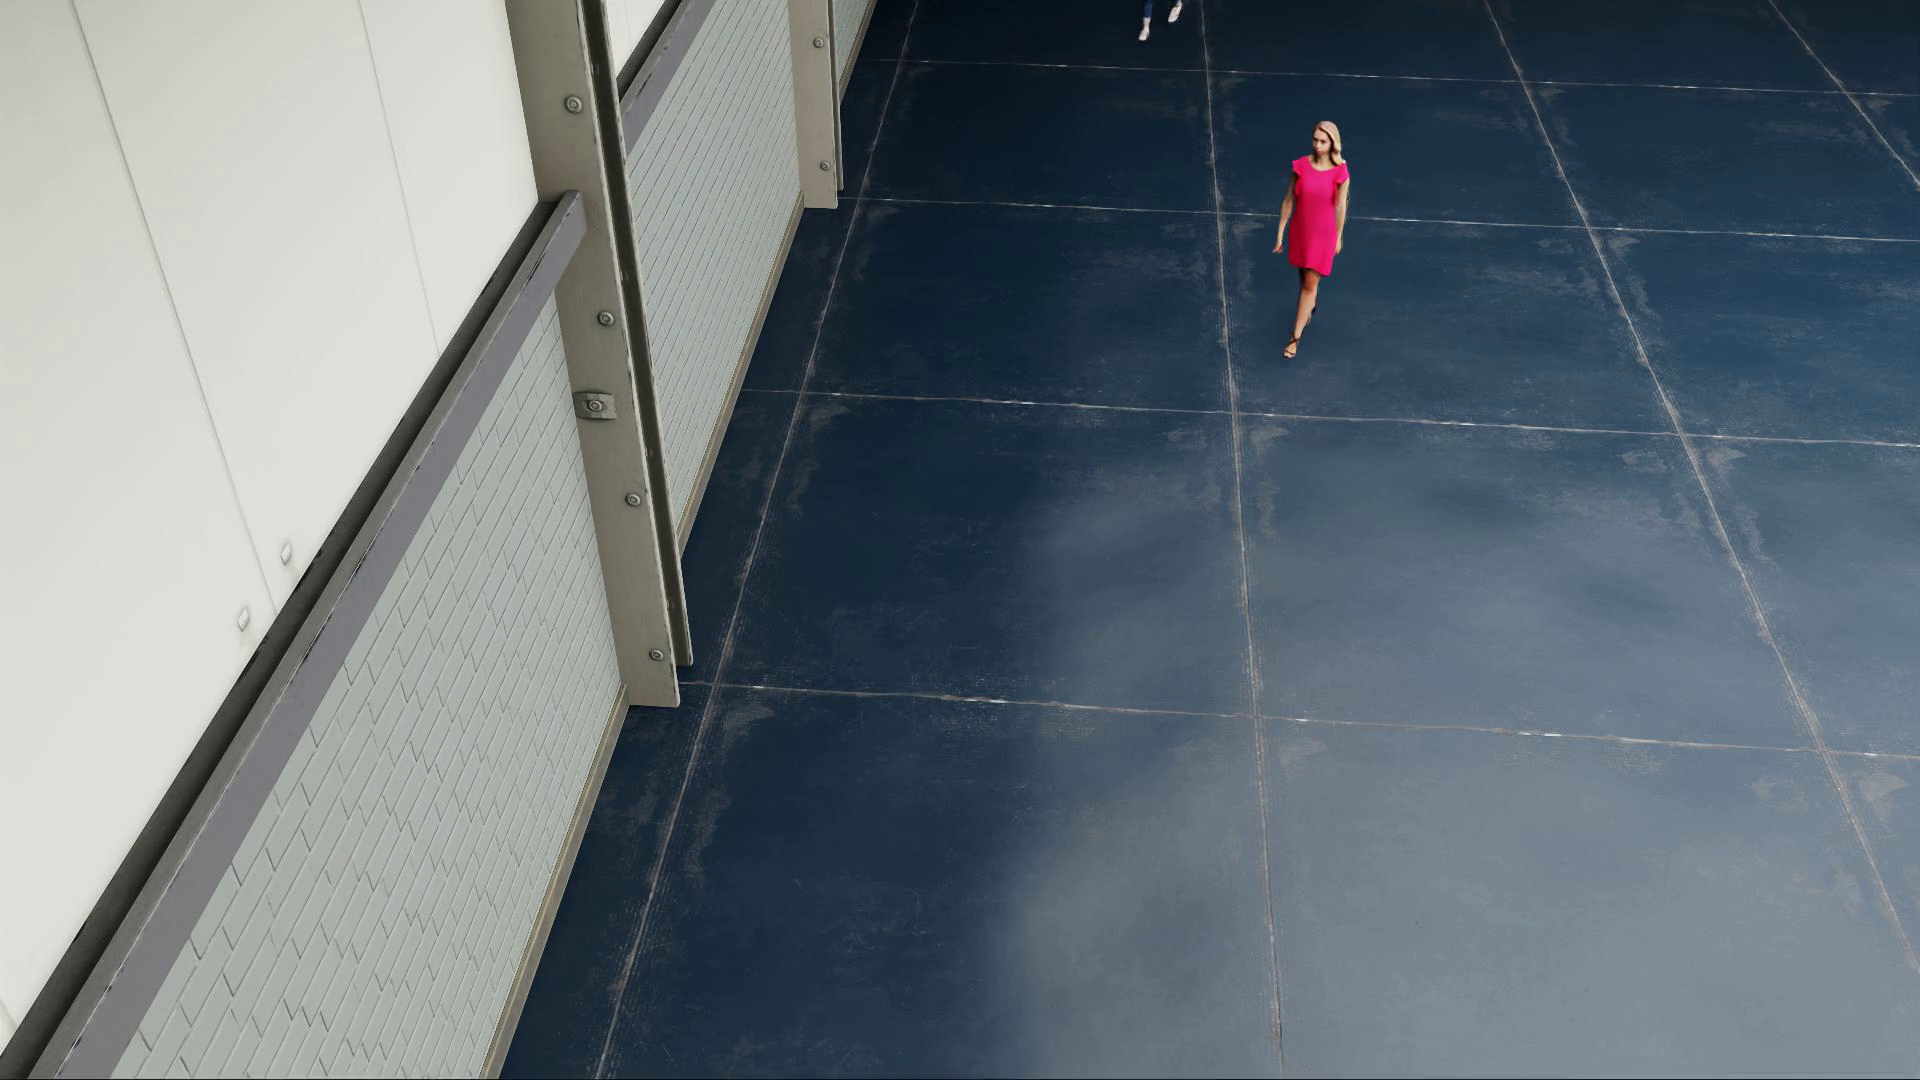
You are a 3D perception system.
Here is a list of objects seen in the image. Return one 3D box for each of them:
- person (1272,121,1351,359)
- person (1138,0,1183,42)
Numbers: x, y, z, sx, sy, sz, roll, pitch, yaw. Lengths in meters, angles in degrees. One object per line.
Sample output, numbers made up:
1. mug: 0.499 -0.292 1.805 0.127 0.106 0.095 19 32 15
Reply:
1. person: 2.520 -2.187 11.742 0.866 1.685 1.108 19 42 23
2. person: 2.021 -5.732 16.465 0.852 1.450 1.049 21 43 25
